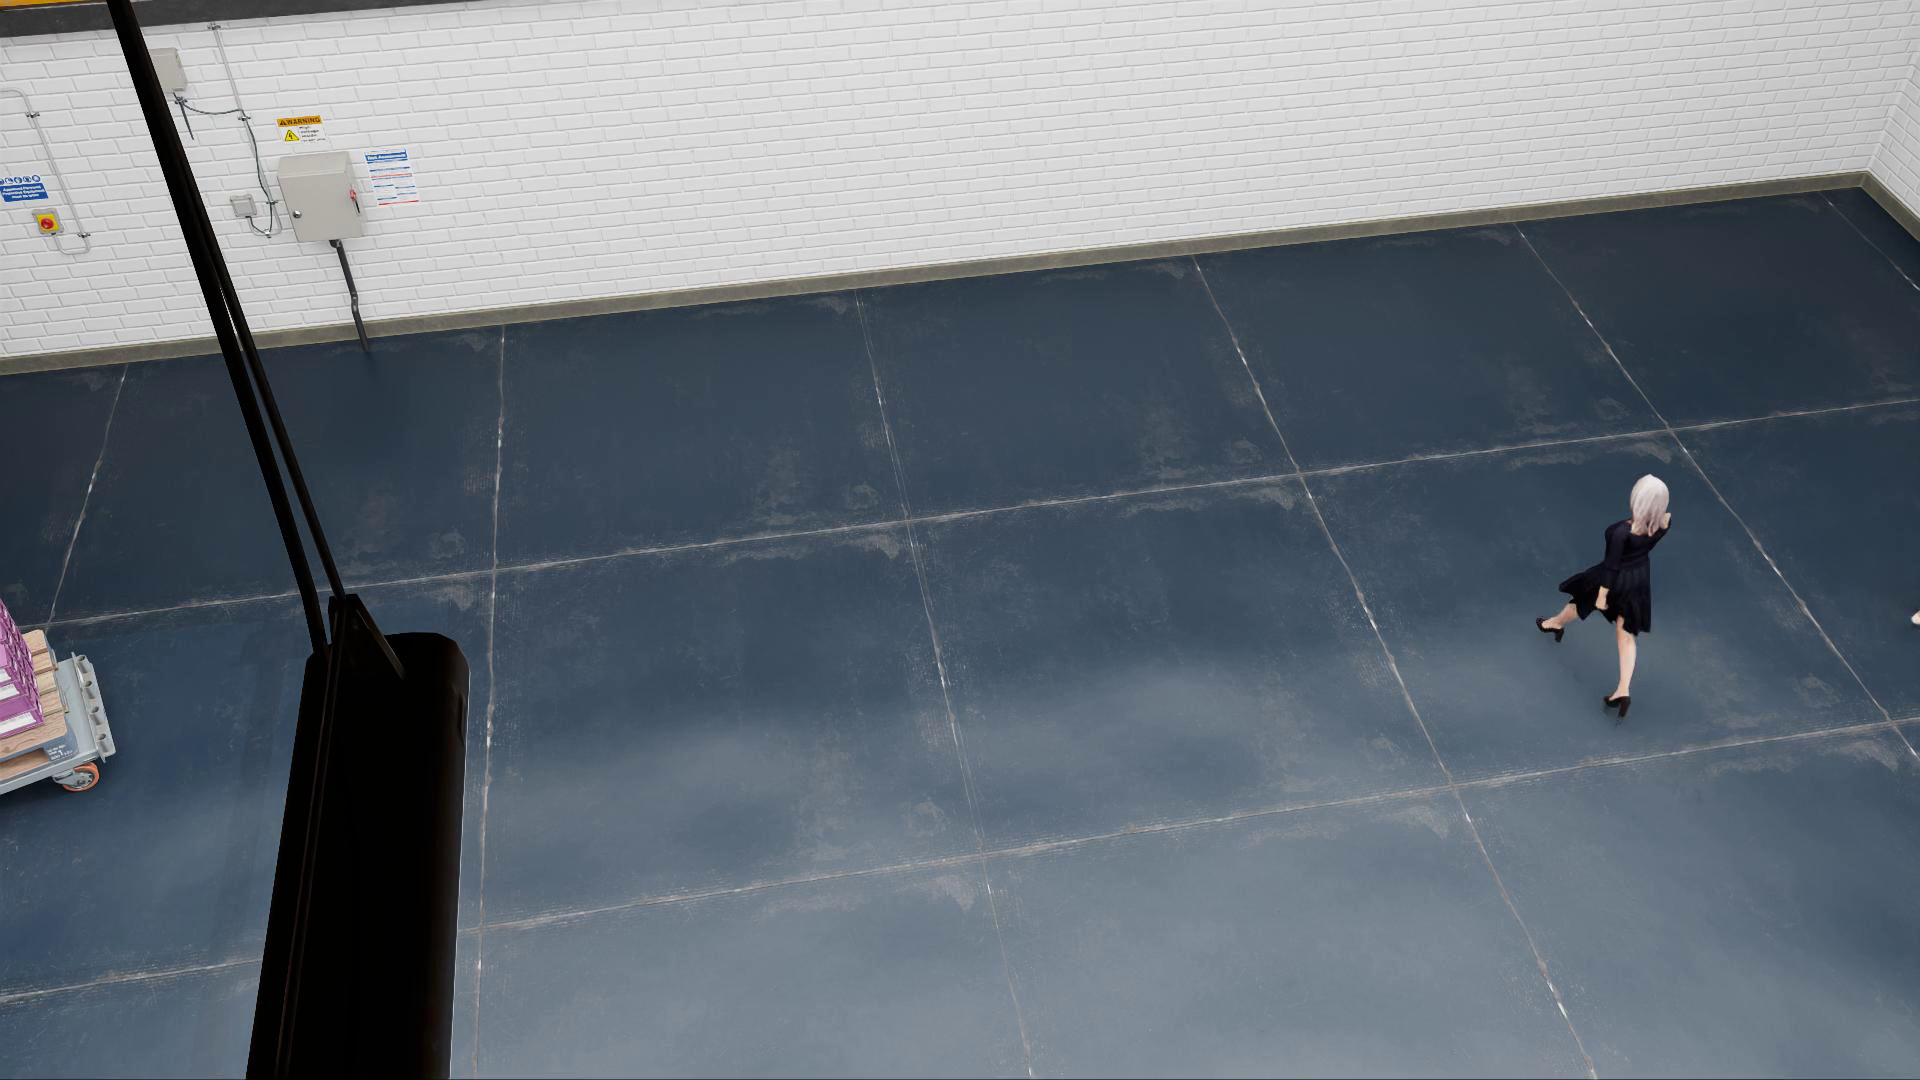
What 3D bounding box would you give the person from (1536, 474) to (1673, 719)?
[{"bbox_3d":[4.175,0.357,10.414,0.767,1.685,1.231,-16,46,-16],"label":"person"}]
